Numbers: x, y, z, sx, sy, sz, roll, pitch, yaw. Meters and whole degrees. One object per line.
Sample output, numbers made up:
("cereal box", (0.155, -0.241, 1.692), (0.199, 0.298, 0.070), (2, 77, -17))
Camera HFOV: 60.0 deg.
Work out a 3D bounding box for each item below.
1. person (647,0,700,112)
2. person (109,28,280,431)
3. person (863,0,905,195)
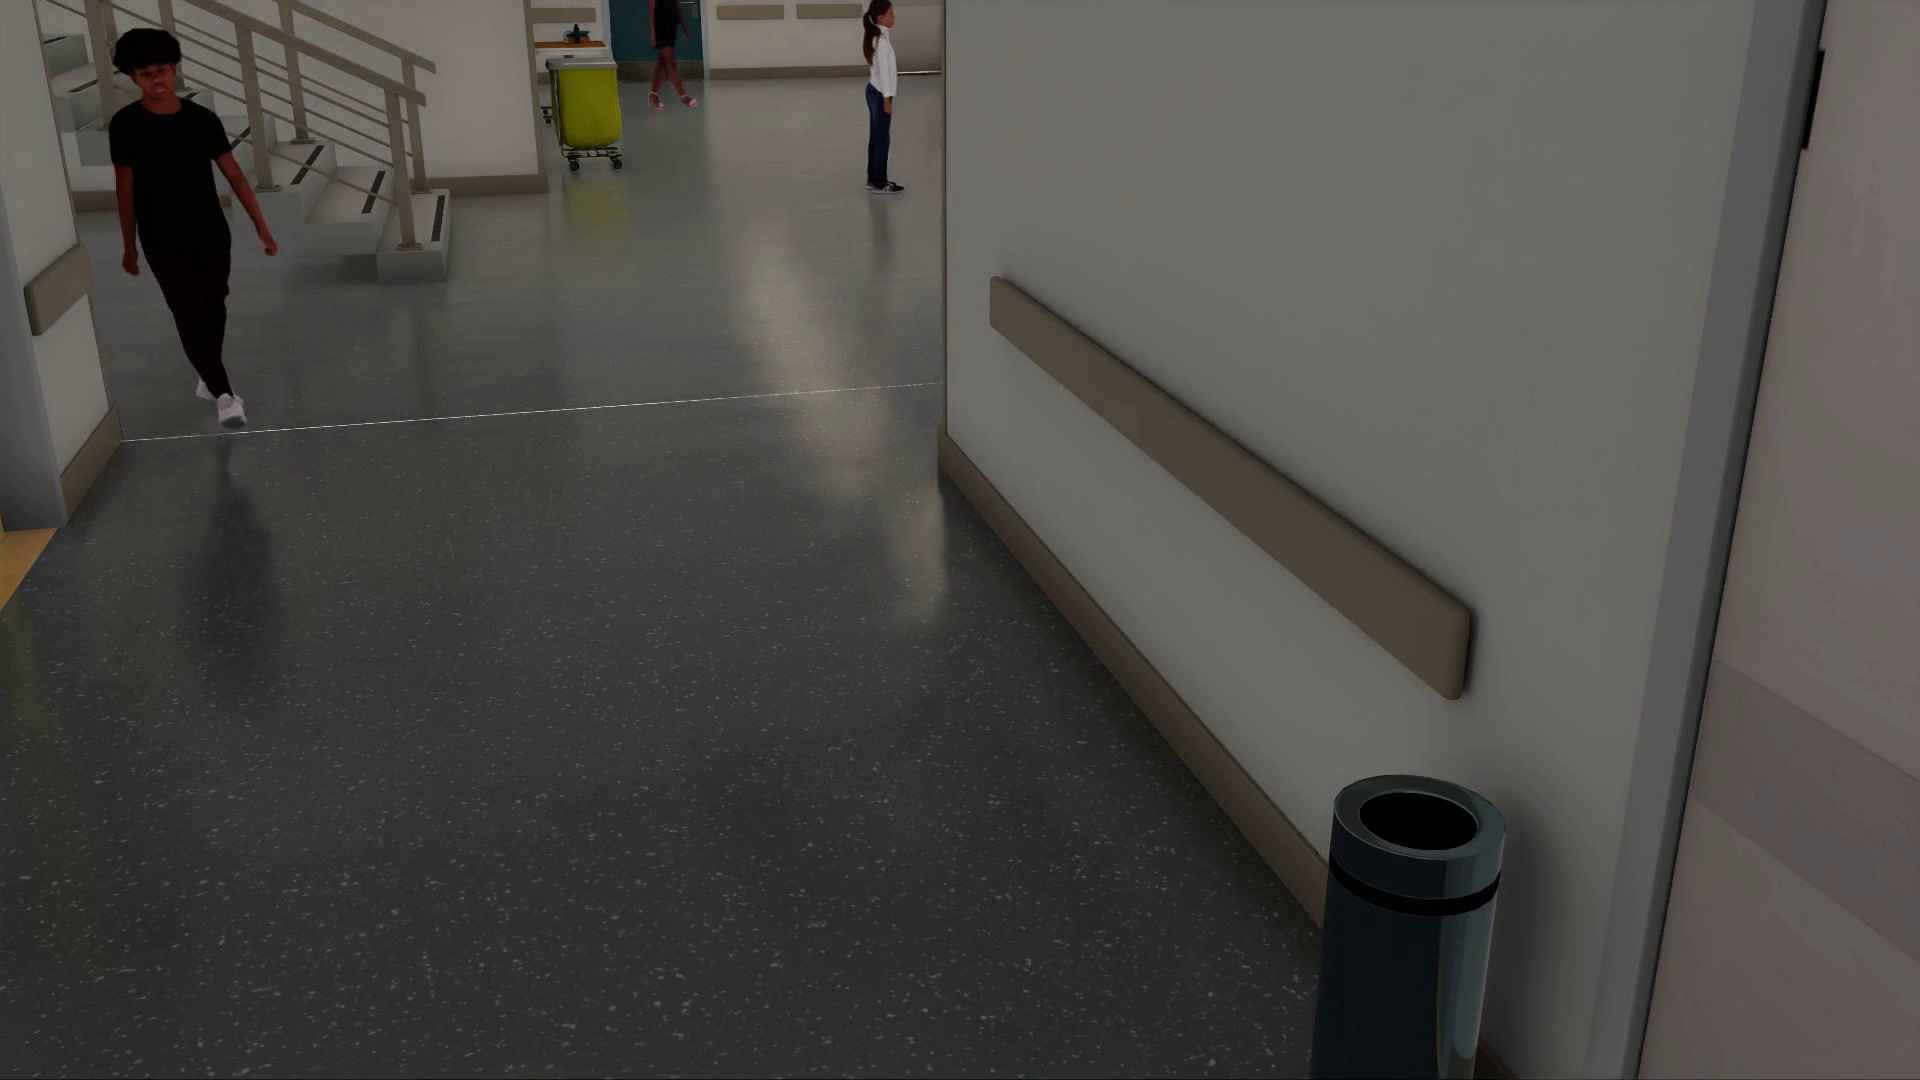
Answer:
("person", (-3.447, -5.781, 19.085), (1.080, 1.747, 1.039), (12, 24, 29))
("person", (-3.499, -1.372, 7.470), (1.153, 1.728, 1.101), (-18, 27, -39))
("person", (-0.666, -3.693, 13.838), (0.510, 1.557, 0.529), (-5, 21, -12))
